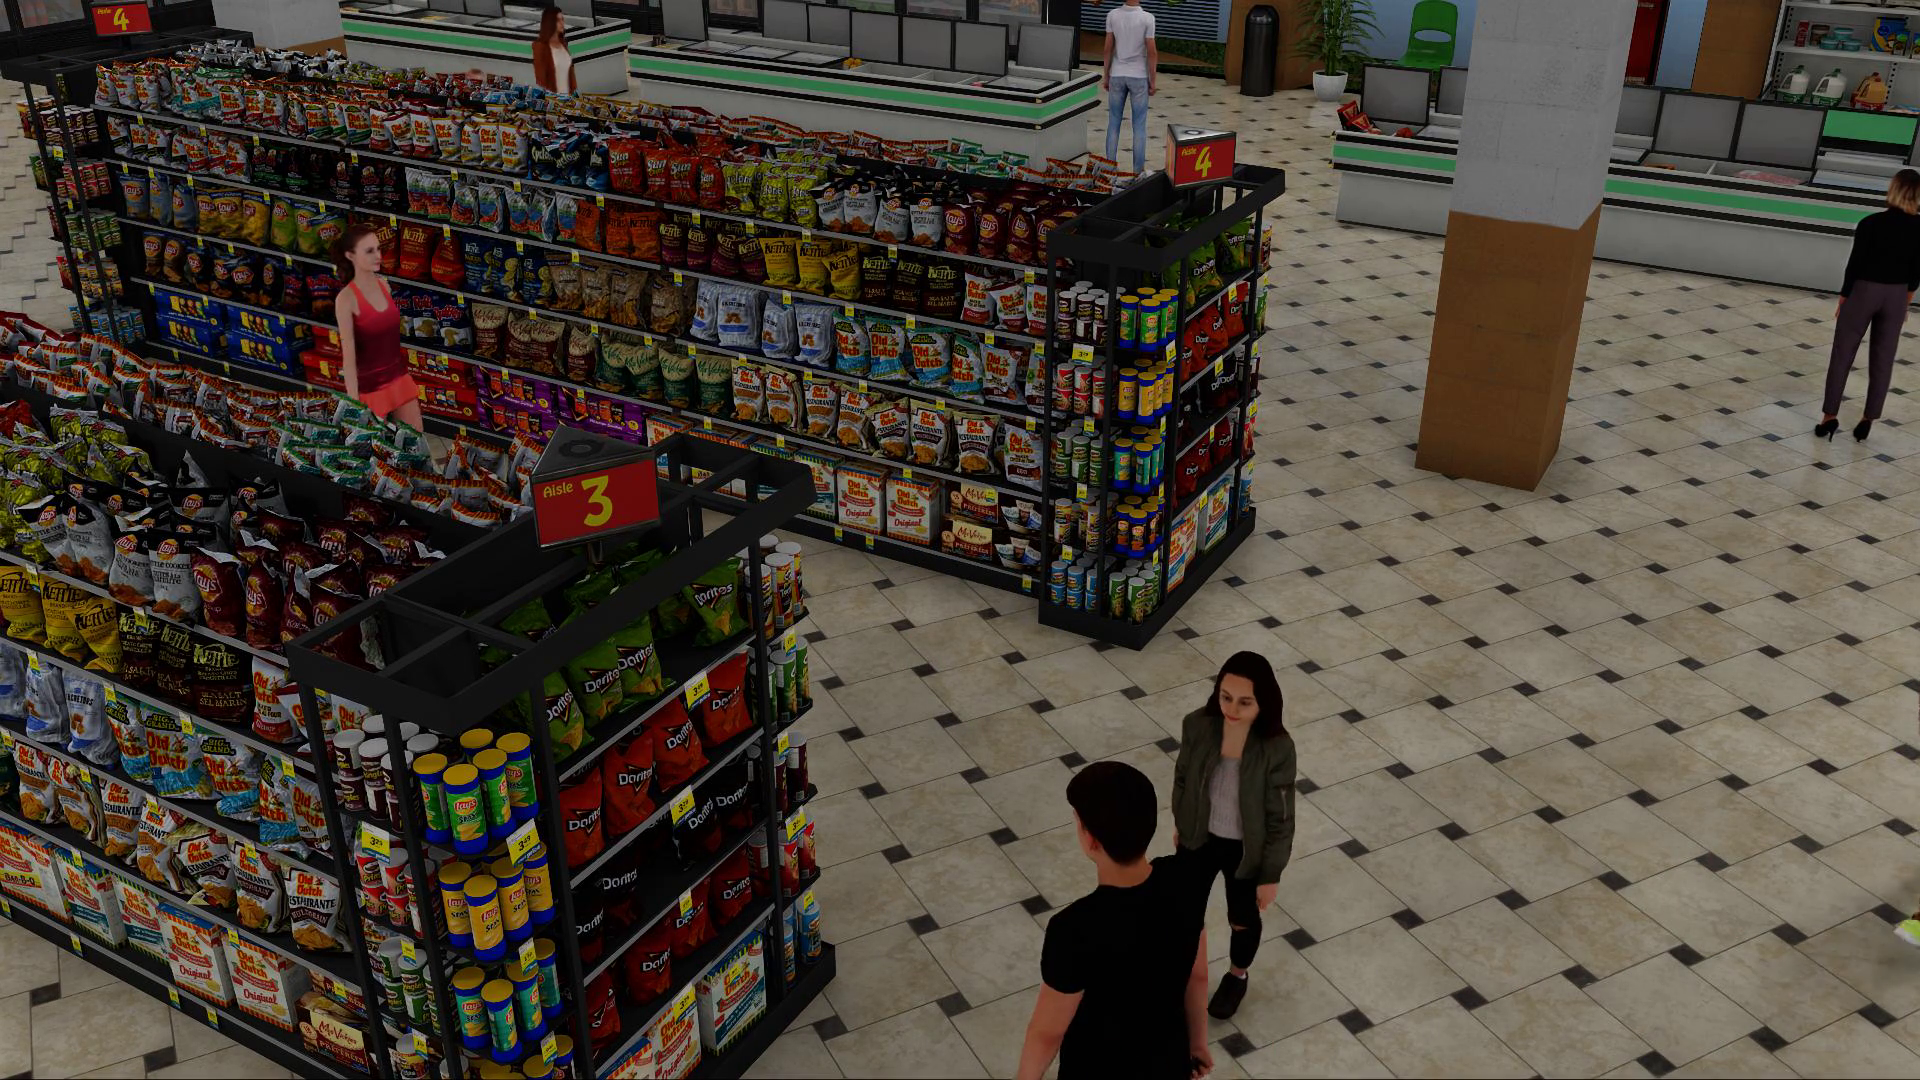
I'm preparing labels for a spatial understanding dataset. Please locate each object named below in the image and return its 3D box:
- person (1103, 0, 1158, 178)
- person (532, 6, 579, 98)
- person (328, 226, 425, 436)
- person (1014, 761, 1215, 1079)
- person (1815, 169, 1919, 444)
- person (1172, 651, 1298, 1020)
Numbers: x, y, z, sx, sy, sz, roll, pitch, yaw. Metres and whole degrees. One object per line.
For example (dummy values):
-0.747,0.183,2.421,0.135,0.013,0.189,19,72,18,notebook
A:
1.575,-4.296,15.489,0.506,1.851,0.740,11,29,21,person
-3.670,-3.865,14.809,1.018,1.696,0.627,16,31,28,person
-3.097,-0.790,8.703,1.056,1.734,0.623,12,29,22,person
0.475,1.443,4.223,0.963,1.804,1.322,-21,33,-35,person
5.468,-1.380,9.941,0.594,1.667,0.716,3,27,6,person
0.915,0.981,5.514,0.709,1.460,0.650,15,31,27,person
